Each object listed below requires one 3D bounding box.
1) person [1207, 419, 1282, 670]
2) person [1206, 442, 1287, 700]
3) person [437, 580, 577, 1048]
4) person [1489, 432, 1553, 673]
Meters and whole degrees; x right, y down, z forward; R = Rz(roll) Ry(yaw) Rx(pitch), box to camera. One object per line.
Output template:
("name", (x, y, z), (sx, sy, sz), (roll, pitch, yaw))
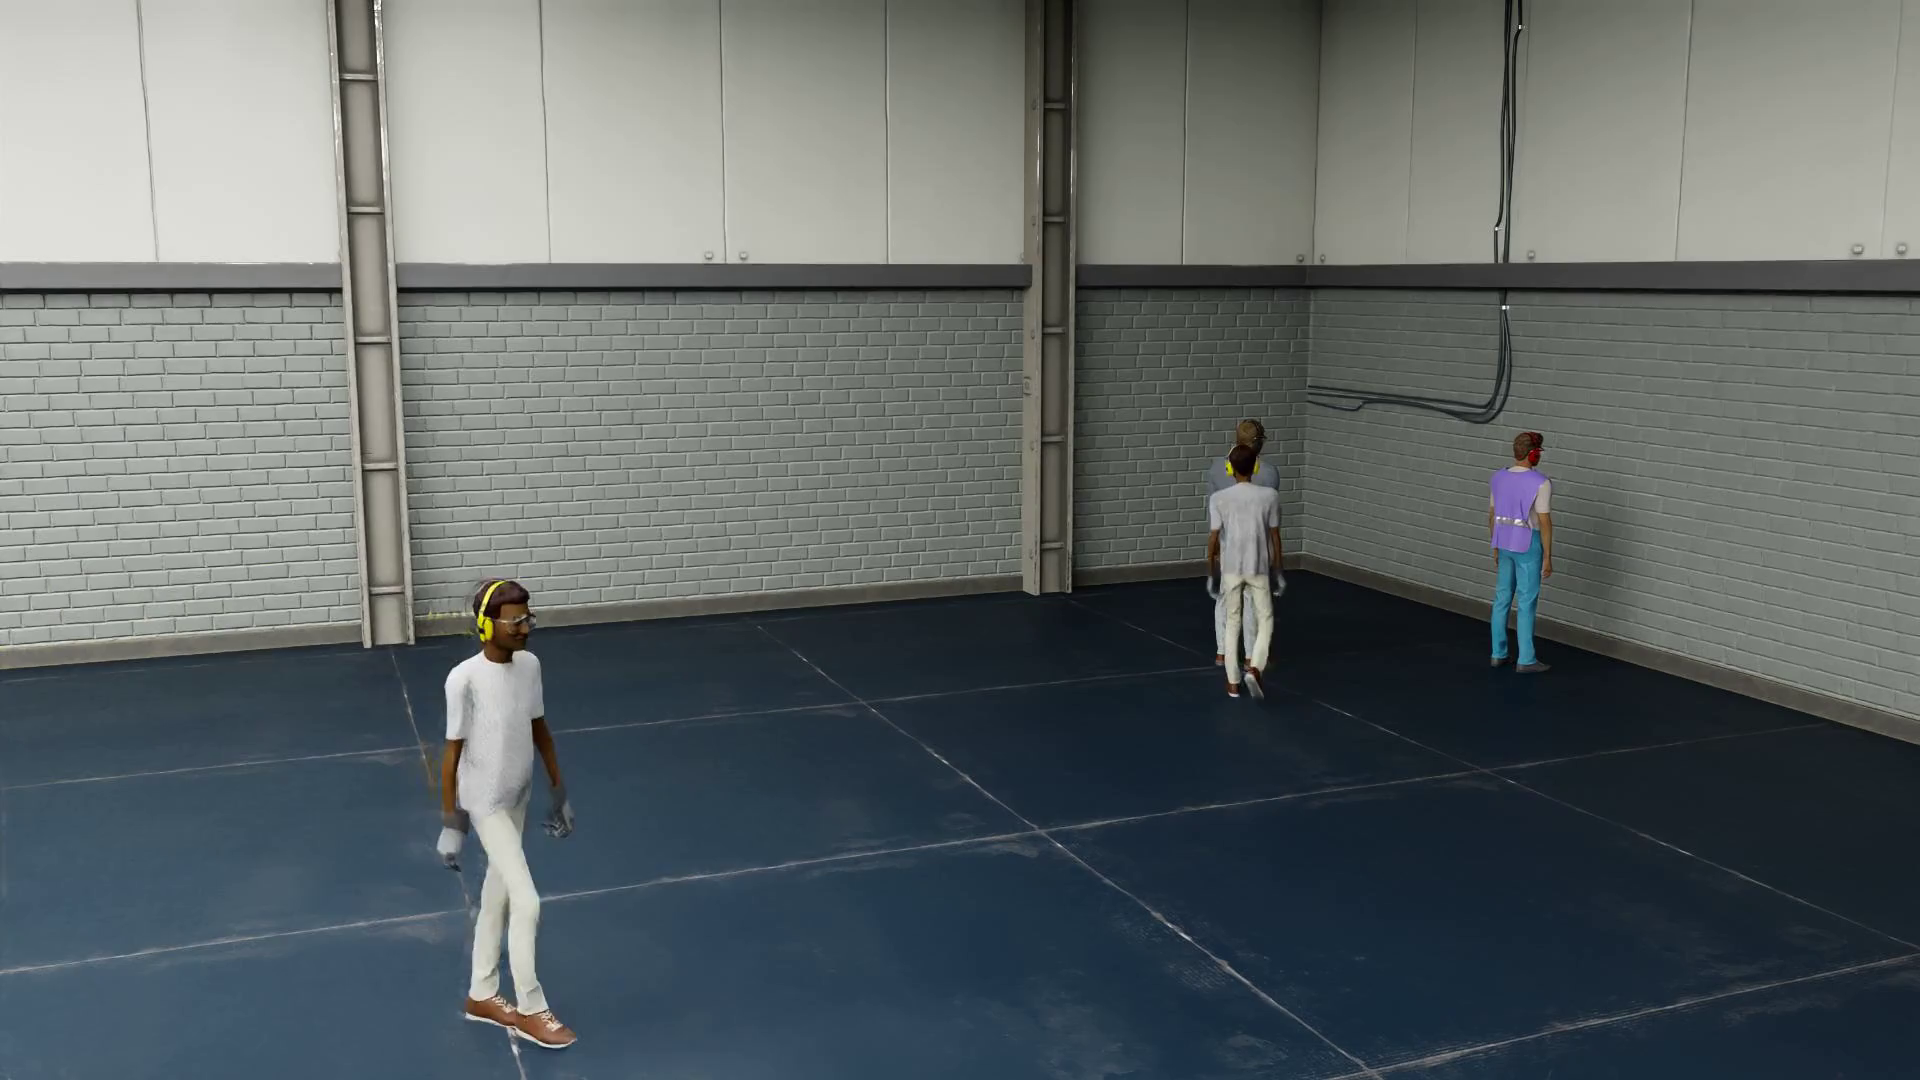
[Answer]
("person", (2.195, 0.033, 12.830), (0.635, 1.937, 0.352), (9, 13, 44))
("person", (2.026, 0.235, 11.814), (0.588, 1.860, 0.568), (2, 9, 12))
("person", (-1.715, 1.074, 6.566), (0.741, 1.844, 0.565), (4, 10, 21))
("person", (4.284, 0.093, 12.739), (0.390, 1.846, 0.565), (-5, 11, -30))
